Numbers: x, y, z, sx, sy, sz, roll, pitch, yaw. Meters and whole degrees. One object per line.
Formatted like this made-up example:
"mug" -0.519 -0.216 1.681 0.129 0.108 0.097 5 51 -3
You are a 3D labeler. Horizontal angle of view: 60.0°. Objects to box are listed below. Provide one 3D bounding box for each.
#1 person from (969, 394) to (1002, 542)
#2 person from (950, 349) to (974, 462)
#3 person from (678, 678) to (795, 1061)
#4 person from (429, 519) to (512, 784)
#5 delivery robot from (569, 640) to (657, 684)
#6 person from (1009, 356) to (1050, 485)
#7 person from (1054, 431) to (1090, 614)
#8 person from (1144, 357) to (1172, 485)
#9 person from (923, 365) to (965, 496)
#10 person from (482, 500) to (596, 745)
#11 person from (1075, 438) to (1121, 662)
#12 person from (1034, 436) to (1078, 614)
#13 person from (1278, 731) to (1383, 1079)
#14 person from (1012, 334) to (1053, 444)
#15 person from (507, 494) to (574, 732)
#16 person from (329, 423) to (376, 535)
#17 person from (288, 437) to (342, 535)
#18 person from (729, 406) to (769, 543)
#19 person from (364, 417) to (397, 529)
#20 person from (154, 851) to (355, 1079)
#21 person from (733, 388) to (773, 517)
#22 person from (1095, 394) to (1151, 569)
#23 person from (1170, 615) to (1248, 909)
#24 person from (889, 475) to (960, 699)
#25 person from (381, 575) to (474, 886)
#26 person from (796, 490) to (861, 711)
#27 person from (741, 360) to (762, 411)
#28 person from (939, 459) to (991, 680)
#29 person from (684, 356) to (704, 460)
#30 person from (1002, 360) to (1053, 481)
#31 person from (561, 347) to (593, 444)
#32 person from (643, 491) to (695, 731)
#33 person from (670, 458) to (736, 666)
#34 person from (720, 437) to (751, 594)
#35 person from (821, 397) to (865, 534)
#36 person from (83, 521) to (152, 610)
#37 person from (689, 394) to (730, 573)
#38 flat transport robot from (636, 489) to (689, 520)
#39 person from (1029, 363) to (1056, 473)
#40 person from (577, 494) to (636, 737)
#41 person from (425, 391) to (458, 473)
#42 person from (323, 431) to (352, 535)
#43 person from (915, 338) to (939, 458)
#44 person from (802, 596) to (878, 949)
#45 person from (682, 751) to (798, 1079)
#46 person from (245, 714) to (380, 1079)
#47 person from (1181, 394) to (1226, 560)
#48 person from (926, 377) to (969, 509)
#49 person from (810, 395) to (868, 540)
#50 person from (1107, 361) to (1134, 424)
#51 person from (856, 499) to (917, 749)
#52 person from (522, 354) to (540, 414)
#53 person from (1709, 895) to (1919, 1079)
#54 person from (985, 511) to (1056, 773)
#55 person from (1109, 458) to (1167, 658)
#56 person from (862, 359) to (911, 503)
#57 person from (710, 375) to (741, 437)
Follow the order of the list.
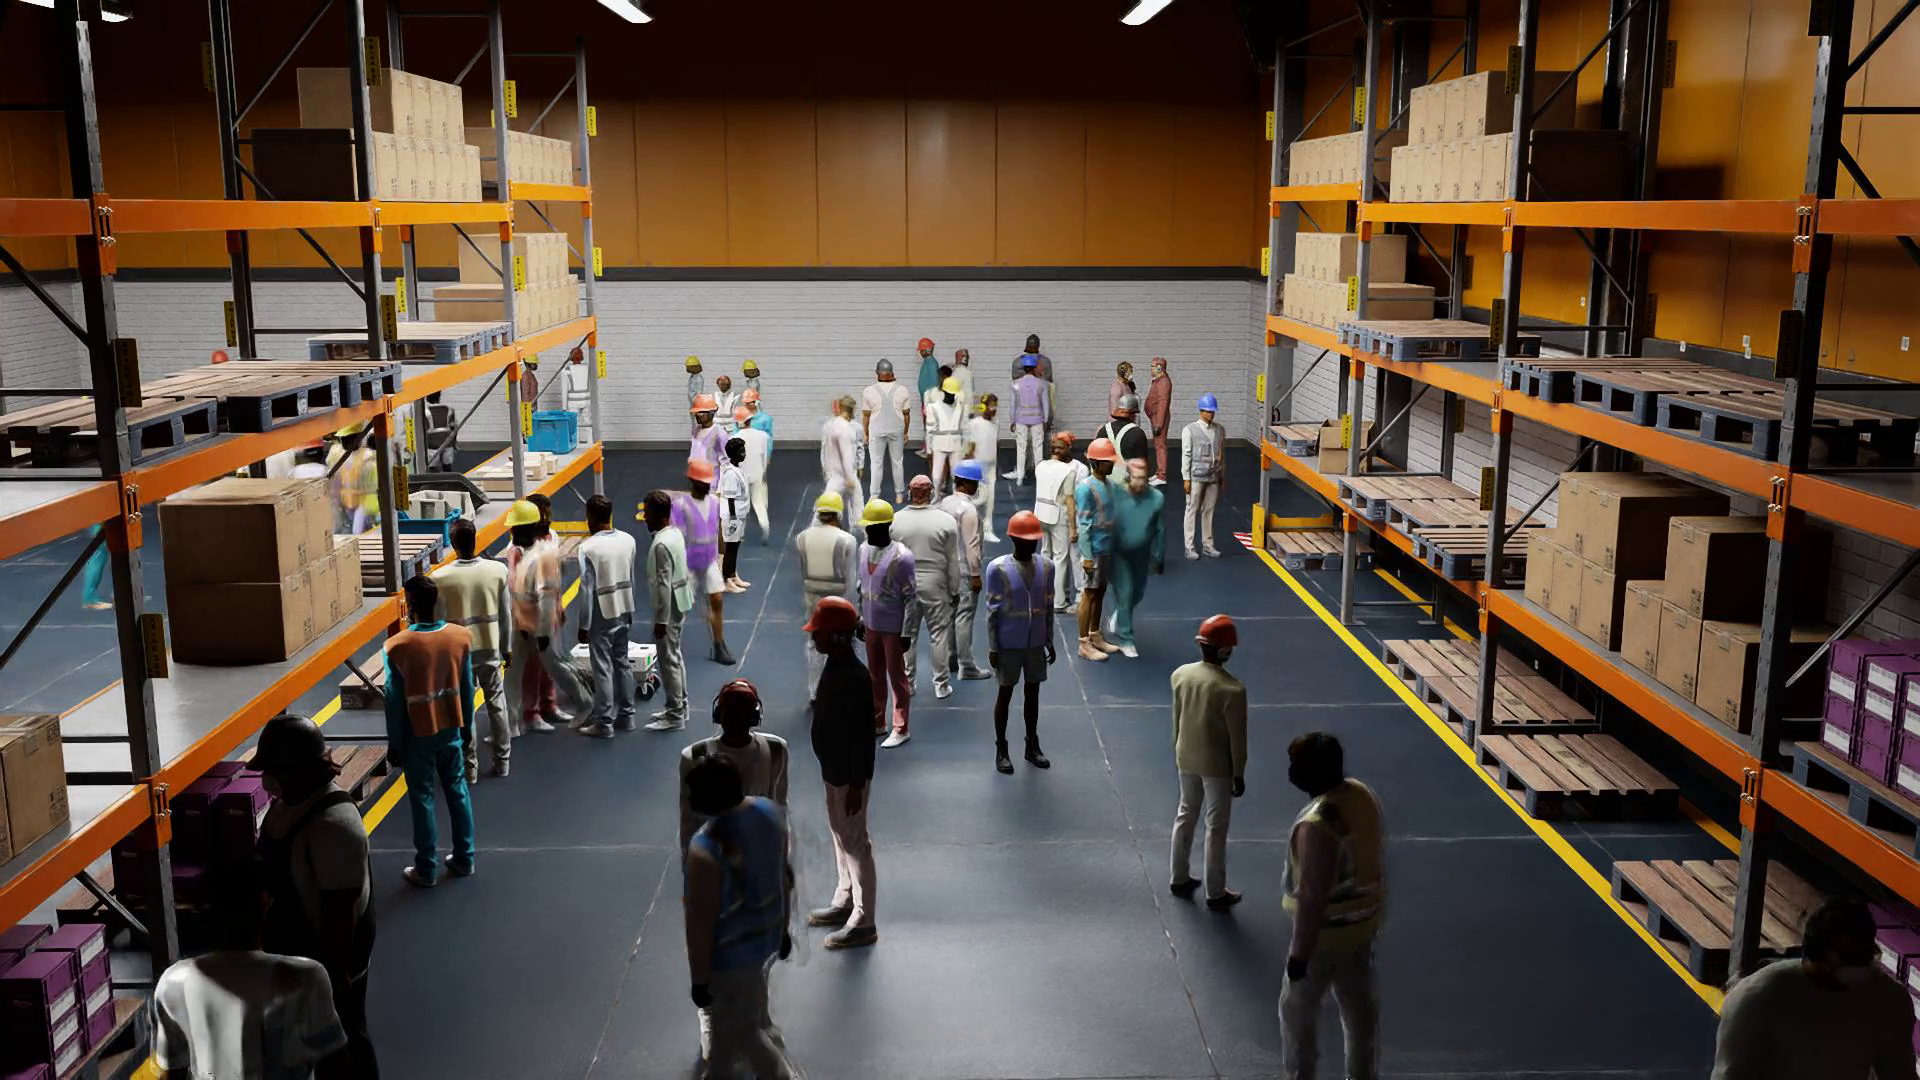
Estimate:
"person" 0.290 -0.896 20.593 0.545 1.855 0.478 -10 15 -40
"person" 0.026 -2.075 26.374 0.399 1.909 0.642 -9 14 -37
"person" -1.080 1.584 8.084 0.572 1.885 0.358 -6 13 -28
"person" -3.494 0.800 11.941 0.587 1.914 0.391 -8 14 -34
"delivery robot" -2.920 1.011 14.067 0.707 0.478 0.477 0 11 2
"person" 1.036 -1.771 24.775 0.603 1.937 0.402 1 11 6
"person" 1.096 -0.182 16.992 0.372 1.873 0.591 -9 14 -37
"person" 2.957 -1.775 24.870 0.407 1.910 0.640 2 11 8
"person" -0.232 -1.518 23.574 0.614 1.901 1.039 1 11 3
"person" -3.282 0.608 12.962 0.592 1.896 0.927 10 15 42
"person" 1.280 0.080 15.226 0.371 2.044 0.608 6 13 27
"person" 0.967 -0.167 16.997 0.386 1.835 0.563 -8 14 -33
"person" 1.633 1.745 7.482 0.537 1.819 0.630 9 14 37
"person" 1.215 -2.422 27.777 0.683 2.000 0.538 2 11 8
"person" -3.337 0.568 13.135 0.404 1.907 0.597 3 12 17
"person" -6.586 -0.422 18.198 0.585 1.875 1.031 3 12 17
"person" -6.479 -0.132 16.680 0.554 1.902 0.899 1 11 6
"person" -2.619 -0.801 20.472 0.573 1.710 0.704 -6 13 -29
"person" -7.394 -0.914 21.259 0.277 1.629 0.504 5 12 24
"person" -2.448 2.016 5.862 0.609 1.914 1.029 2 11 8
"person" -2.760 -1.139 22.067 0.563 1.752 0.325 3 12 16
"person" 1.901 -0.663 18.954 0.676 2.000 0.536 9 15 39
"person" 1.499 1.298 9.882 0.354 1.742 0.559 -9 14 -39
"person" -0.313 0.398 14.005 0.650 1.902 0.400 2 12 12
"person" -3.218 1.161 10.157 0.392 1.911 0.584 9 14 38
"person" -1.037 0.473 13.845 0.602 1.796 0.821 5 12 24
"person" -3.309 -1.999 26.433 0.321 1.737 0.483 -1 11 -5
"person" 0.035 0.257 14.605 0.403 1.937 0.604 -5 12 -24
"person" -4.317 -2.135 27.111 0.321 1.737 0.490 -5 12 -25
"person" 1.104 -1.821 25.288 1.032 1.859 0.673 -5 12 -24
"person" -6.165 -2.175 26.931 0.582 1.882 0.338 -6 13 -29
"person" -2.314 0.554 13.197 0.406 1.907 0.599 -1 11 -4
"person" -2.445 0.168 15.182 0.962 1.894 0.551 11 15 43
"person" -2.421 -0.267 17.859 0.323 1.689 0.530 0 11 0
"person" -1.492 -0.943 21.088 0.576 1.747 0.337 2 12 11
"person" -8.732 -0.175 17.165 0.760 1.785 0.516 -2 12 -11
"person" -2.857 -0.630 18.785 0.608 2.044 0.371 10 15 41
"flat transport robot" -3.899 -0.483 22.510 0.652 0.197 1.431 1 11 3
"person" 1.229 -1.907 26.002 0.549 1.710 0.775 0 11 0
"person" -2.749 0.592 13.013 0.410 1.908 0.598 6 13 28
"person" -7.244 -1.325 23.168 0.575 1.677 0.419 -10 15 -42
"person" -7.149 -0.551 19.114 0.339 1.761 0.524 -3 12 -15
"person" -0.533 -2.363 27.618 0.389 1.986 0.608 -3 12 -14
"person" -0.669 1.284 9.307 0.397 1.992 0.621 -4 12 -18
"person" -0.943 1.789 7.303 0.878 1.799 0.644 6 13 27
"person" -2.779 1.703 7.092 0.536 2.000 0.683 -9 14 -38
"person" 2.873 -0.748 19.612 0.605 1.950 0.381 -6 13 -28
"person" -0.160 -1.225 22.130 0.595 1.903 0.433 -3 12 -15
"person" -1.393 -0.809 20.131 1.089 1.874 0.659 -1 11 -6
"person" 2.318 -1.626 24.082 0.378 1.931 0.624 4 12 17
"person" -0.595 0.634 12.738 0.593 1.925 0.384 11 16 44
"person" -7.049 -2.197 27.373 0.343 1.757 0.532 0 11 1
"person" 2.861 2.088 5.490 0.658 1.898 0.916 -2 11 -9
"person" 0.460 0.739 12.189 0.547 1.936 0.364 -4 12 -21
"person" 1.571 0.115 15.548 0.654 1.862 0.813 -3 12 -13
"person" -1.044 -1.523 23.267 0.684 2.000 0.537 -2 11 -10
"person" -3.519 -1.653 24.937 0.518 1.636 0.312 0 11 1
